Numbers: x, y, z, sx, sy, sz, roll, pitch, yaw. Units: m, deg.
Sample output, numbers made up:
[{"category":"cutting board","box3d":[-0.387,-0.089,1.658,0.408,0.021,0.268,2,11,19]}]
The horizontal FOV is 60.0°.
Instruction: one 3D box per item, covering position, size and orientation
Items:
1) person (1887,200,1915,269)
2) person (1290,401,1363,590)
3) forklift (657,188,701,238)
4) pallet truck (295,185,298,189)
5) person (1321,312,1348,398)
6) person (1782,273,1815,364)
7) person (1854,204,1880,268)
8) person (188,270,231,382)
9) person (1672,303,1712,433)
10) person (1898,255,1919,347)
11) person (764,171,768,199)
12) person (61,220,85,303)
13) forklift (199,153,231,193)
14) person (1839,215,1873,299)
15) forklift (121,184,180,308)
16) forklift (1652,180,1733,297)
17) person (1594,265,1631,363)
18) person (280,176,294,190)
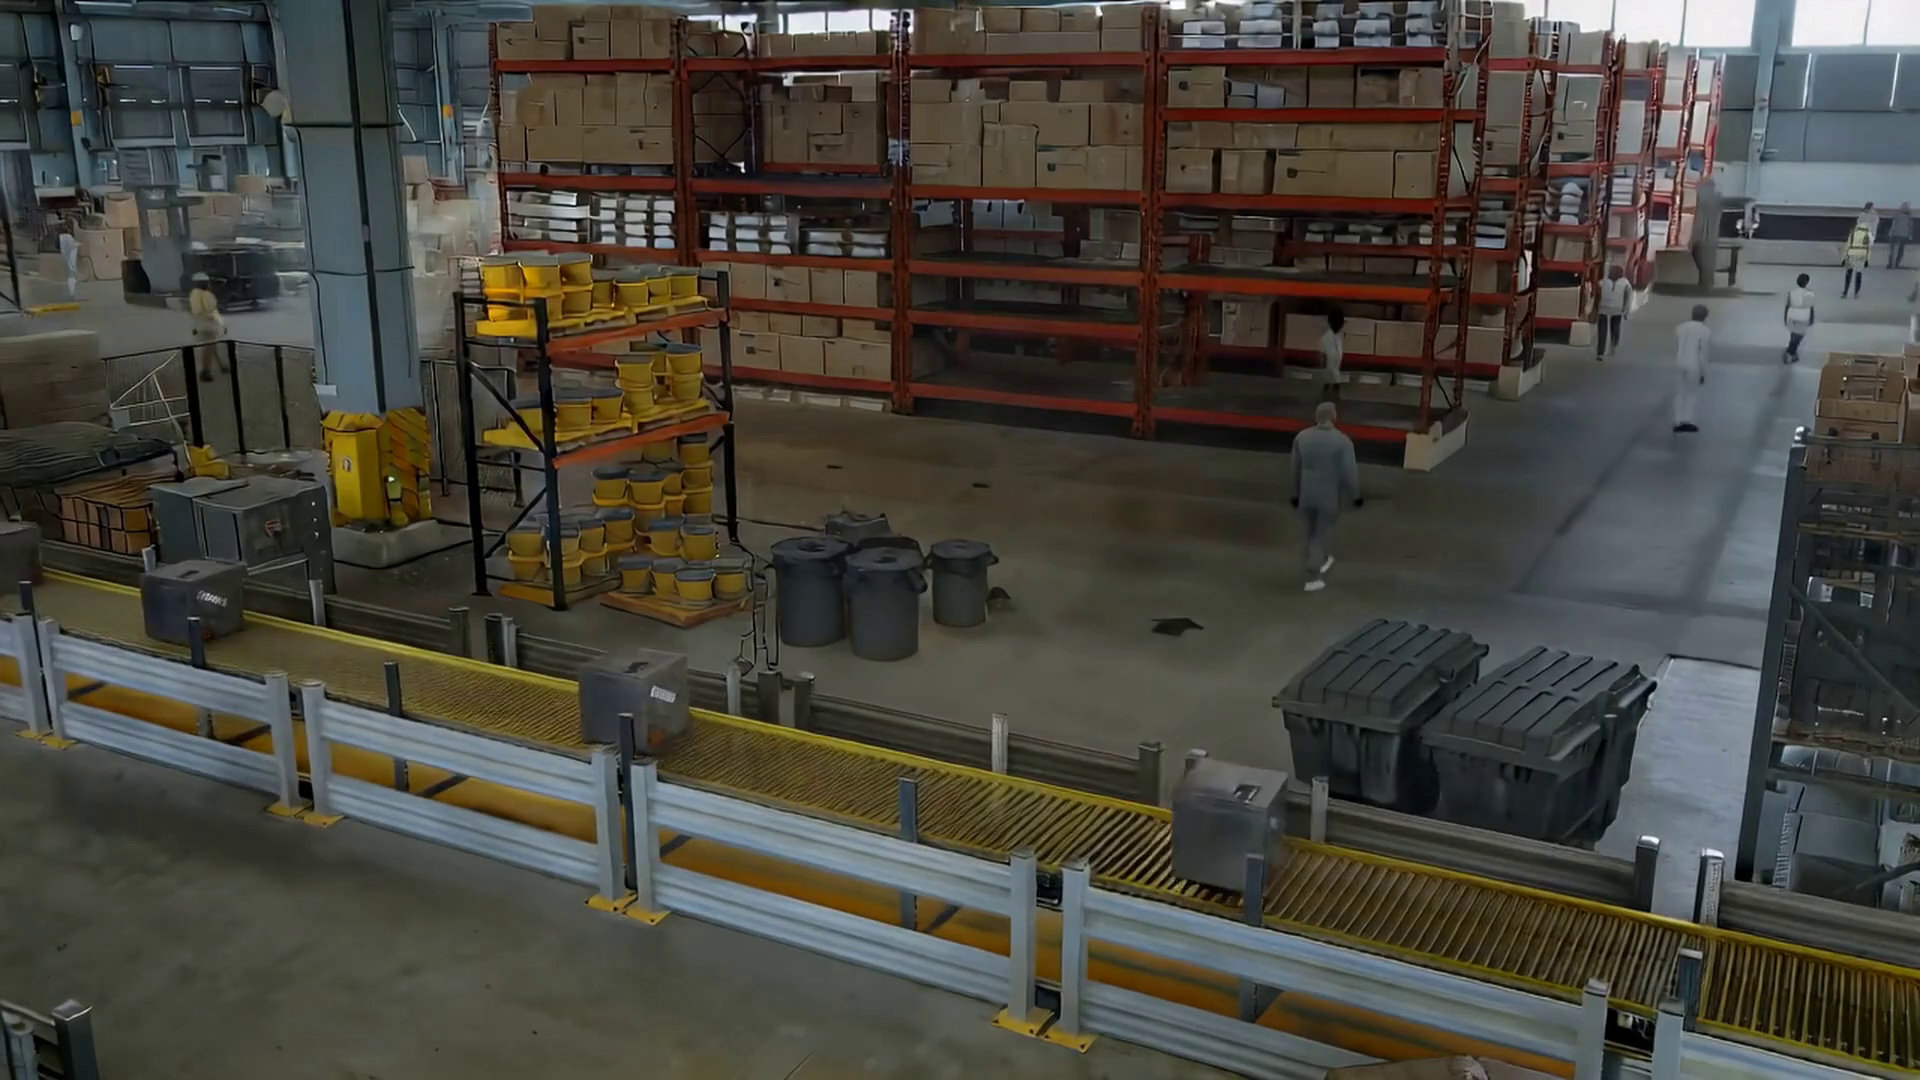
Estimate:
[{"category":"person","box3d":[27.038,-8.772,47.794,0.655,1.978,0.460,13,19,39]},{"category":"person","box3d":[3.733,-0.473,16.838,0.667,1.864,0.958,13,20,40]},{"category":"forklift","box3d":[-8.431,-9.380,48.361,1.873,2.768,1.129,8,17,28]},{"category":"pallet truck","box3d":[-26.804,-14.617,69.738,1.885,1.965,0.823,-14,20,-42]},{"category":"person","box3d":[5.700,-2.639,25.320,0.453,1.683,0.544,9,17,30]},{"category":"person","box3d":[15.546,-4.119,30.910,0.813,1.665,0.531,-10,18,-32]},{"category":"person","box3d":[26.001,-8.729,47.864,0.970,1.856,0.655,-14,20,-43]},{"category":"person","box3d":[-13.062,-3.747,29.053,0.559,1.907,0.832,9,17,30]},{"category":"person","box3d":[10.734,-2.512,24.381,0.499,1.920,0.645,-8,17,-28]},{"category":"person","box3d":[18.921,-4.716,32.671,0.558,1.912,0.562,0,15,1]},{"category":"person","box3d":[-7.973,-14.035,67.689,0.624,1.932,0.366,-5,16,-16]},{"category":"person","box3d":[-21.411,-6.701,40.042,0.368,1.966,0.603,-8,17,-27]},{"category":"forklift","box3d":[-27.440,-12.865,61.464,1.873,2.768,1.129,8,17,28]},{"category":"person","box3d":[21.949,-6.918,40.718,0.609,2.040,0.394,14,20,42]},{"category":"forklift","box3d":[-18.928,-6.994,39.391,1.873,2.768,1.129,8,17,28]},{"category":"forklift","box3d":[18.413,-7.525,41.388,1.873,2.768,1.129,8,17,28]},{"category":"person","box3d":[12.234,-4.266,31.210,0.637,1.805,0.939,9,17,29]},{"category":"person","box3d":[-28.242,-14.455,69.839,0.544,1.622,0.422,-3,15,-11]}]
